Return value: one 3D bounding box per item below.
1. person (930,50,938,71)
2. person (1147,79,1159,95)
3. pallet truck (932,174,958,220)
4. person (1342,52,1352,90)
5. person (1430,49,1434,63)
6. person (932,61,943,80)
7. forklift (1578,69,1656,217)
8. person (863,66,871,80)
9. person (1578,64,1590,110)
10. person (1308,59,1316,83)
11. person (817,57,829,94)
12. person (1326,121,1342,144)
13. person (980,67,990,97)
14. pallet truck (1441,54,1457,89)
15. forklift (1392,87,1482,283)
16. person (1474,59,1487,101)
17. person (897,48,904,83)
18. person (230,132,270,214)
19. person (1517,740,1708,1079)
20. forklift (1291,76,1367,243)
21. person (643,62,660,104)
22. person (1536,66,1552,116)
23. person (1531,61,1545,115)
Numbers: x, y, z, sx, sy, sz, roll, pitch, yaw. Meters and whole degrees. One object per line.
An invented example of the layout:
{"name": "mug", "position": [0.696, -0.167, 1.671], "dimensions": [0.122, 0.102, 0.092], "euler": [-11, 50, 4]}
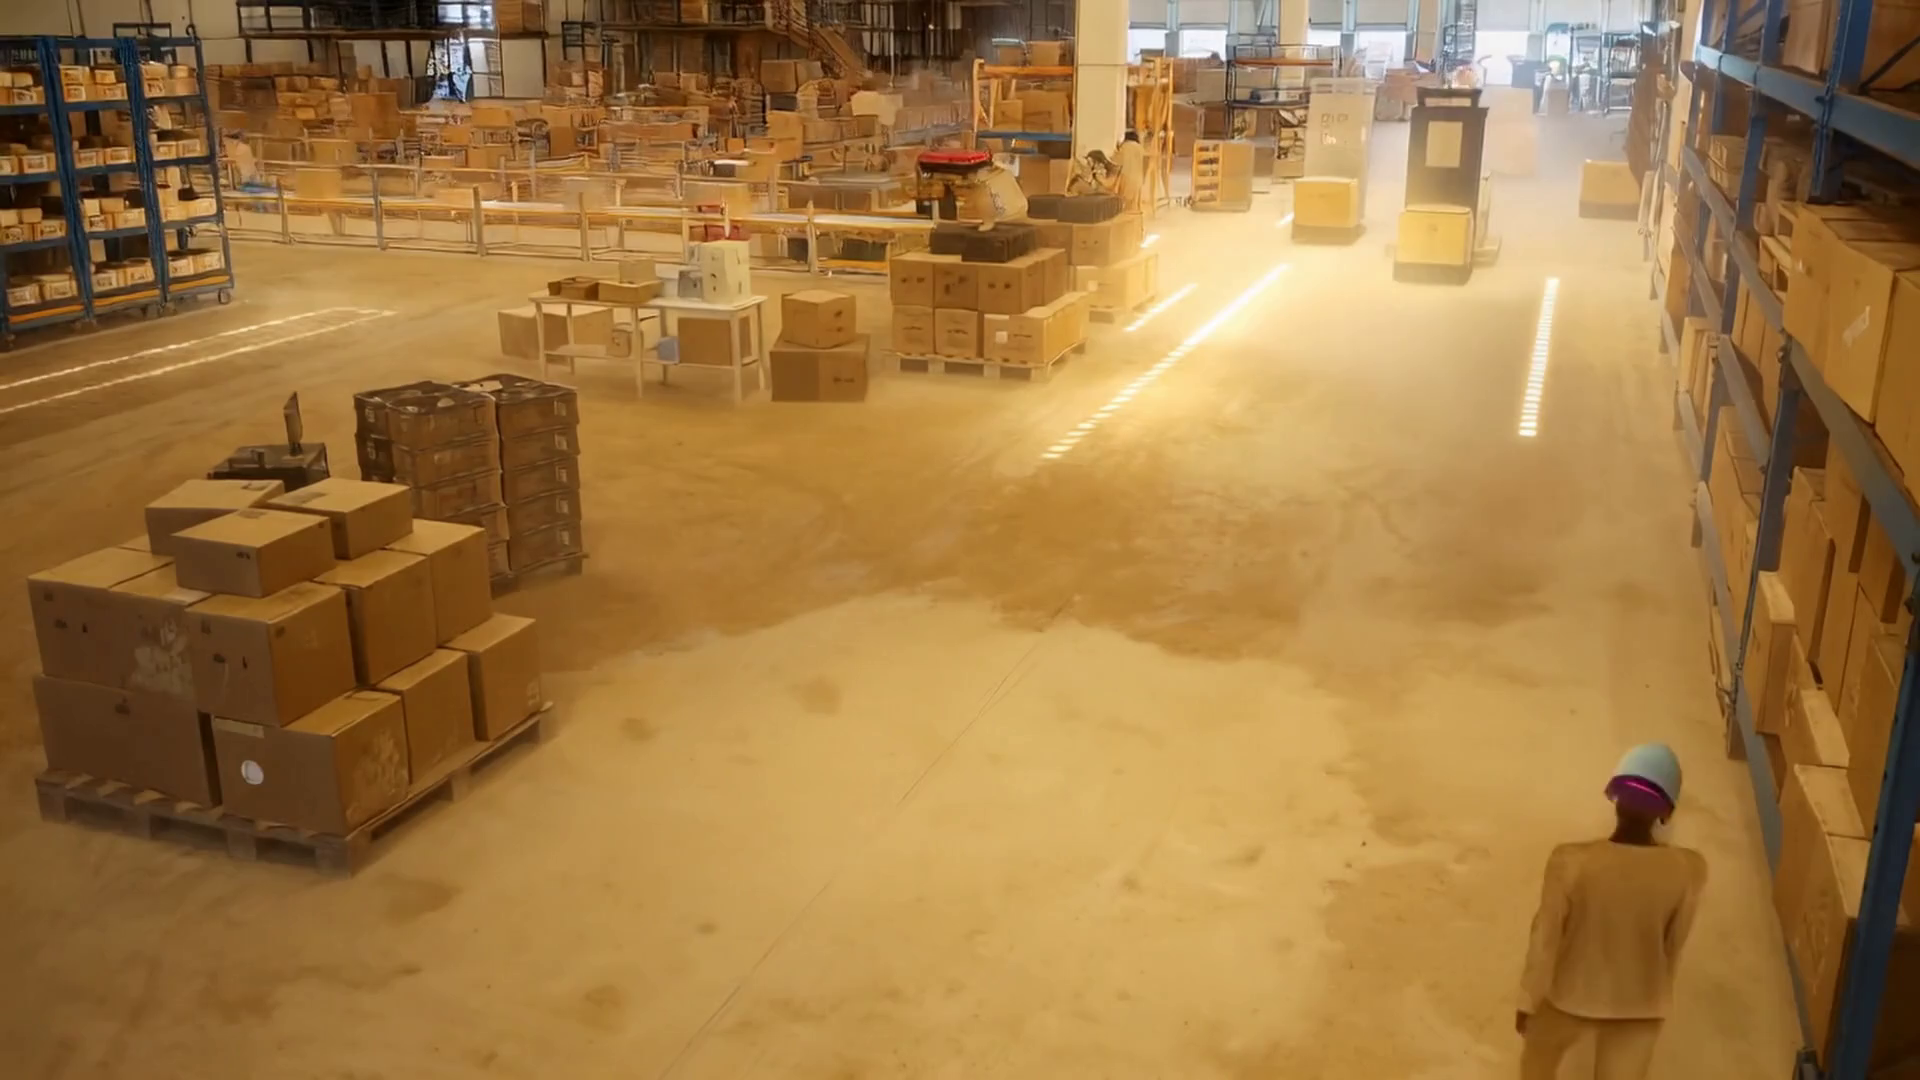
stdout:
{"name": "person", "position": [-1.468, -25.977, 91.480], "dimensions": [0.611, 1.824, 1.007], "euler": [-17, 24, -42]}
{"name": "person", "position": [6.617, -15.084, 57.364], "dimensions": [0.617, 1.778, 0.775], "euler": [12, 21, 32]}
{"name": "pallet truck", "position": [-0.507, -5.292, 27.348], "dimensions": [0.653, 1.274, 1.630], "euler": [6, 19, 19]}
{"name": "person", "position": [19.816, -24.038, 85.243], "dimensions": [0.410, 1.917, 0.565], "euler": [-7, 19, -21]}
{"name": "person", "position": [25.724, -25.898, 91.082], "dimensions": [0.375, 1.924, 0.585], "euler": [-5, 18, -14]}
{"name": "person", "position": [-0.971, -19.885, 72.358], "dimensions": [0.526, 1.840, 0.961], "euler": [10, 20, 28]}
{"name": "forklift", "position": [13.219, -7.740, 32.475], "dimensions": [1.873, 2.768, 1.129], "euler": [6, 19, 18]}
{"name": "person", "position": [-3.774, -18.400, 67.807], "dimensions": [0.363, 1.757, 0.539], "euler": [13, 22, 36]}
{"name": "person", "position": [24.795, -17.958, 66.198], "dimensions": [0.584, 1.882, 0.337], "euler": [-15, 23, -38]}
{"name": "person", "position": [19.734, -26.635, 93.280], "dimensions": [0.395, 1.992, 0.622], "euler": [6, 19, 18]}
{"name": "person", "position": [-6.226, -20.818, 75.113], "dimensions": [0.647, 1.933, 0.757], "euler": [-13, 22, -35]}
{"name": "person", "position": [7.998, -8.074, 35.485], "dimensions": [0.789, 1.659, 0.544], "euler": [0, 18, -1]}
{"name": "person", "position": [0.998, -16.940, 62.979], "dimensions": [0.932, 1.899, 0.540], "euler": [4, 18, 12]}
{"name": "pallet truck", "position": [22.765, -21.886, 78.355], "dimensions": [0.823, 1.965, 1.885], "euler": [-4, 18, -14]}
{"name": "forklift", "position": [7.264, -5.399, 25.119], "dimensions": [1.129, 2.768, 1.873], "euler": [6, 19, 19]}
{"name": "person", "position": [23.422, -20.725, 74.968], "dimensions": [0.430, 1.841, 0.623], "euler": [-12, 21, -32]}
{"name": "person", "position": [-3.366, -26.641, 93.376], "dimensions": [0.403, 1.945, 0.614], "euler": [1, 18, 3]}
{"name": "person", "position": [-13.675, -6.938, 31.848], "dimensions": [0.880, 1.721, 0.508], "euler": [3, 18, 8]}
{"name": "person", "position": [2.080, 1.469, 5.408], "dimensions": [0.545, 1.737, 0.516], "euler": [1, 18, 4]}
{"name": "forklift", "position": [6.598, -6.755, 29.381], "dimensions": [1.129, 2.768, 1.873], "euler": [6, 19, 19]}
{"name": "person", "position": [-13.550, -19.881, 72.404], "dimensions": [0.991, 1.795, 0.534], "euler": [-4, 18, -11]}
{"name": "person", "position": [22.733, -17.437, 64.593], "dimensions": [0.329, 1.868, 0.512], "euler": [-3, 18, -10]}
{"name": "person", "position": [22.684, -17.687, 65.092], "dimensions": [0.538, 2.000, 0.681], "euler": [1, 18, 3]}
